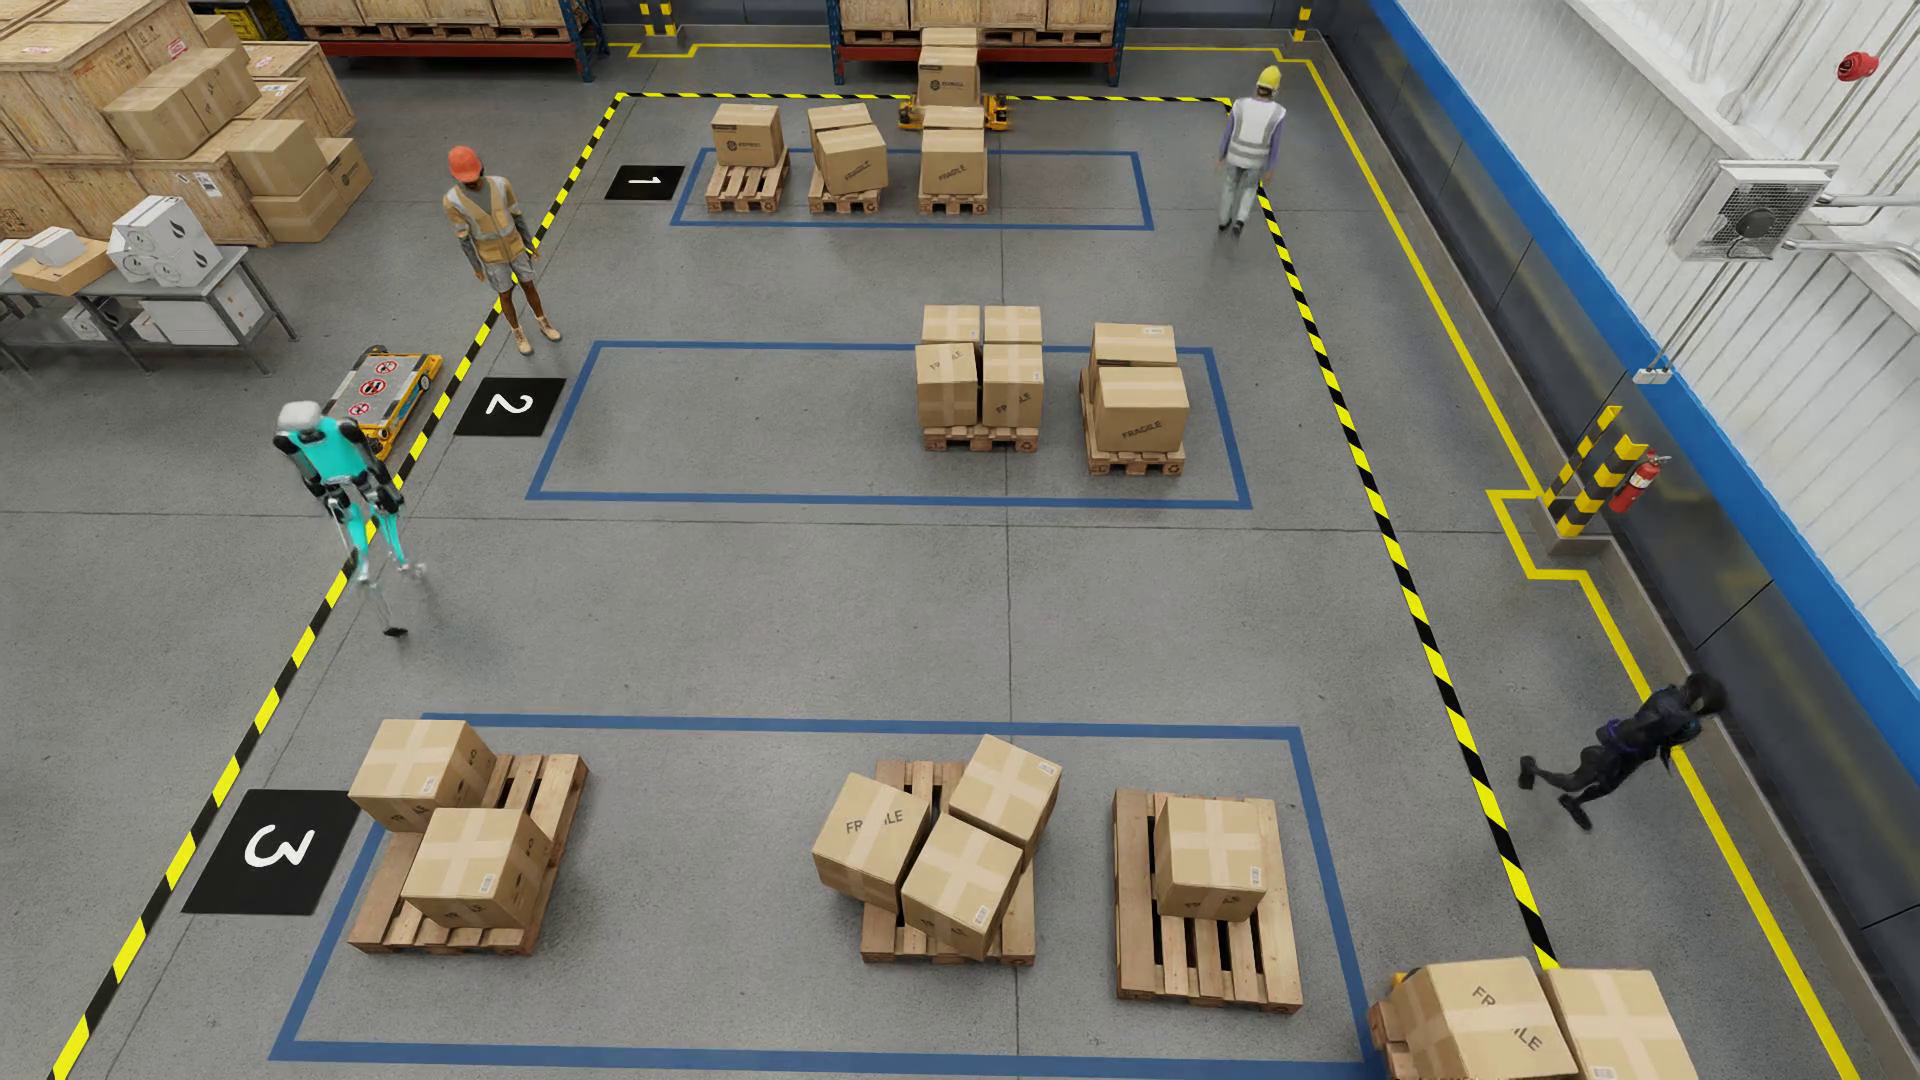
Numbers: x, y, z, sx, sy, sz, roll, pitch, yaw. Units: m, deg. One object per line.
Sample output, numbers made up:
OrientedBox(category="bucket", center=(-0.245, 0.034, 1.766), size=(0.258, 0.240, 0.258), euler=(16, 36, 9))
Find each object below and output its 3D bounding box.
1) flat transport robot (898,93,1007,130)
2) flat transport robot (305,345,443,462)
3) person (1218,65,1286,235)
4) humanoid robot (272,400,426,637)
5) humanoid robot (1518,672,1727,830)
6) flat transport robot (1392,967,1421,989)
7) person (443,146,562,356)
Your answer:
OrientedBox(category="flat transport robot", center=(-0.091, -5.705, 12.176), size=(1.431, 0.197, 0.652), euler=(1, 50, 1))
OrientedBox(category="flat transport robot", center=(-5.383, -1.269, 8.441), size=(0.659, 0.231, 1.431), euler=(1, 50, 1))
OrientedBox(category="person", center=(3.099, -4.128, 9.847), size=(0.615, 1.811, 0.443), euler=(19, 52, 15))
OrientedBox(category="humanoid robot", center=(-4.254, -0.053, 6.473), size=(0.556, 1.776, 0.965), euler=(-11, 51, -9))
OrientedBox(category="humanoid robot", center=(3.923, 1.175, 5.466), size=(0.607, 1.649, 0.519), euler=(-13, 51, -11))
OrientedBox(category="flat transport robot", center=(2.816, 3.025, 4.789), size=(0.652, 0.197, 1.431), euler=(1, 50, 1))
OrientedBox(category="person", center=(-4.203, -2.641, 8.446), size=(0.611, 2.033, 0.395), euler=(-35, 58, -26))
